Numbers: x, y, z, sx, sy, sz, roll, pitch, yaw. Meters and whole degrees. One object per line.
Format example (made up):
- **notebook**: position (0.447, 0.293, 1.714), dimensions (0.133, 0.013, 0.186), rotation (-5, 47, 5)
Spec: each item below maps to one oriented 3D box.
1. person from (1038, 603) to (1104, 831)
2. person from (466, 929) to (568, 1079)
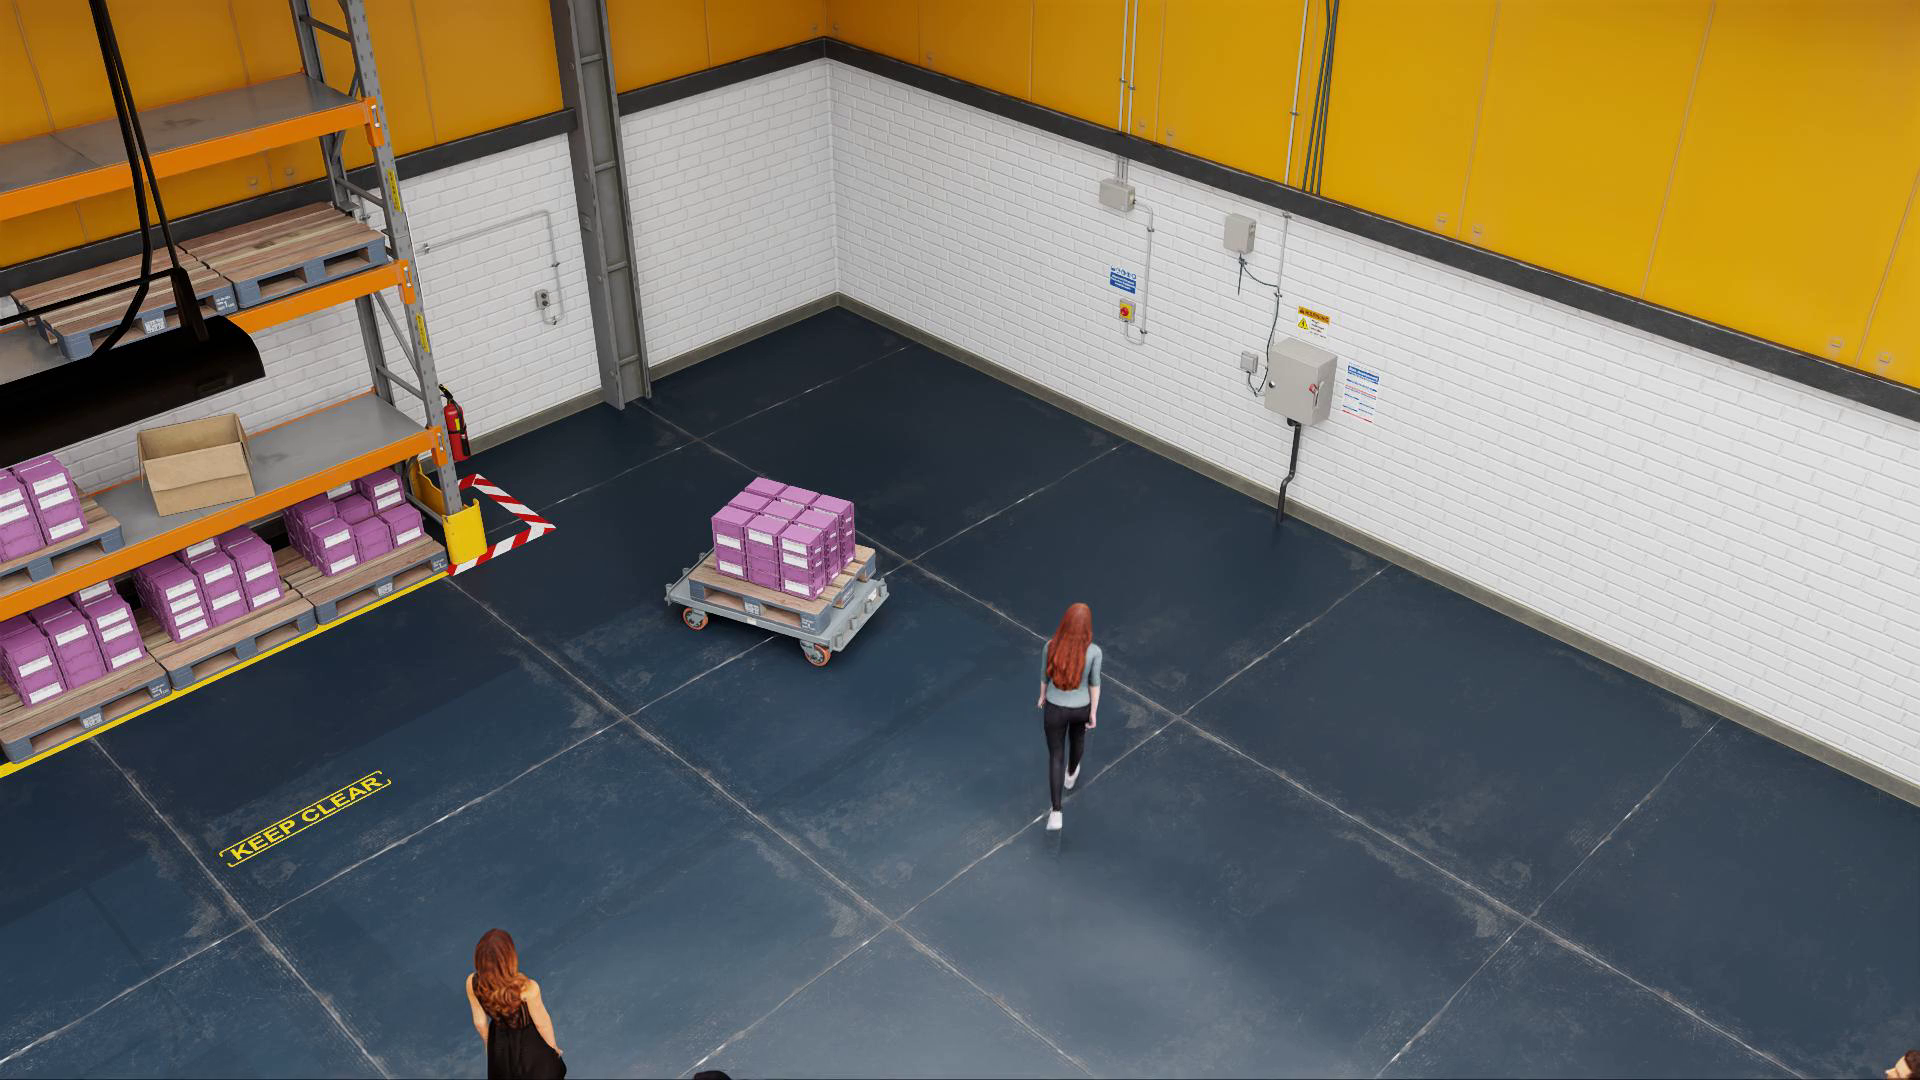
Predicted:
- **person**: position (0.728, 1.227, 11.429), dimensions (1.043, 1.714, 1.166), rotation (3, 34, 4)
- **person**: position (-2.376, 2.782, 8.981), dimensions (0.668, 1.835, 0.707), rotation (4, 34, 6)
